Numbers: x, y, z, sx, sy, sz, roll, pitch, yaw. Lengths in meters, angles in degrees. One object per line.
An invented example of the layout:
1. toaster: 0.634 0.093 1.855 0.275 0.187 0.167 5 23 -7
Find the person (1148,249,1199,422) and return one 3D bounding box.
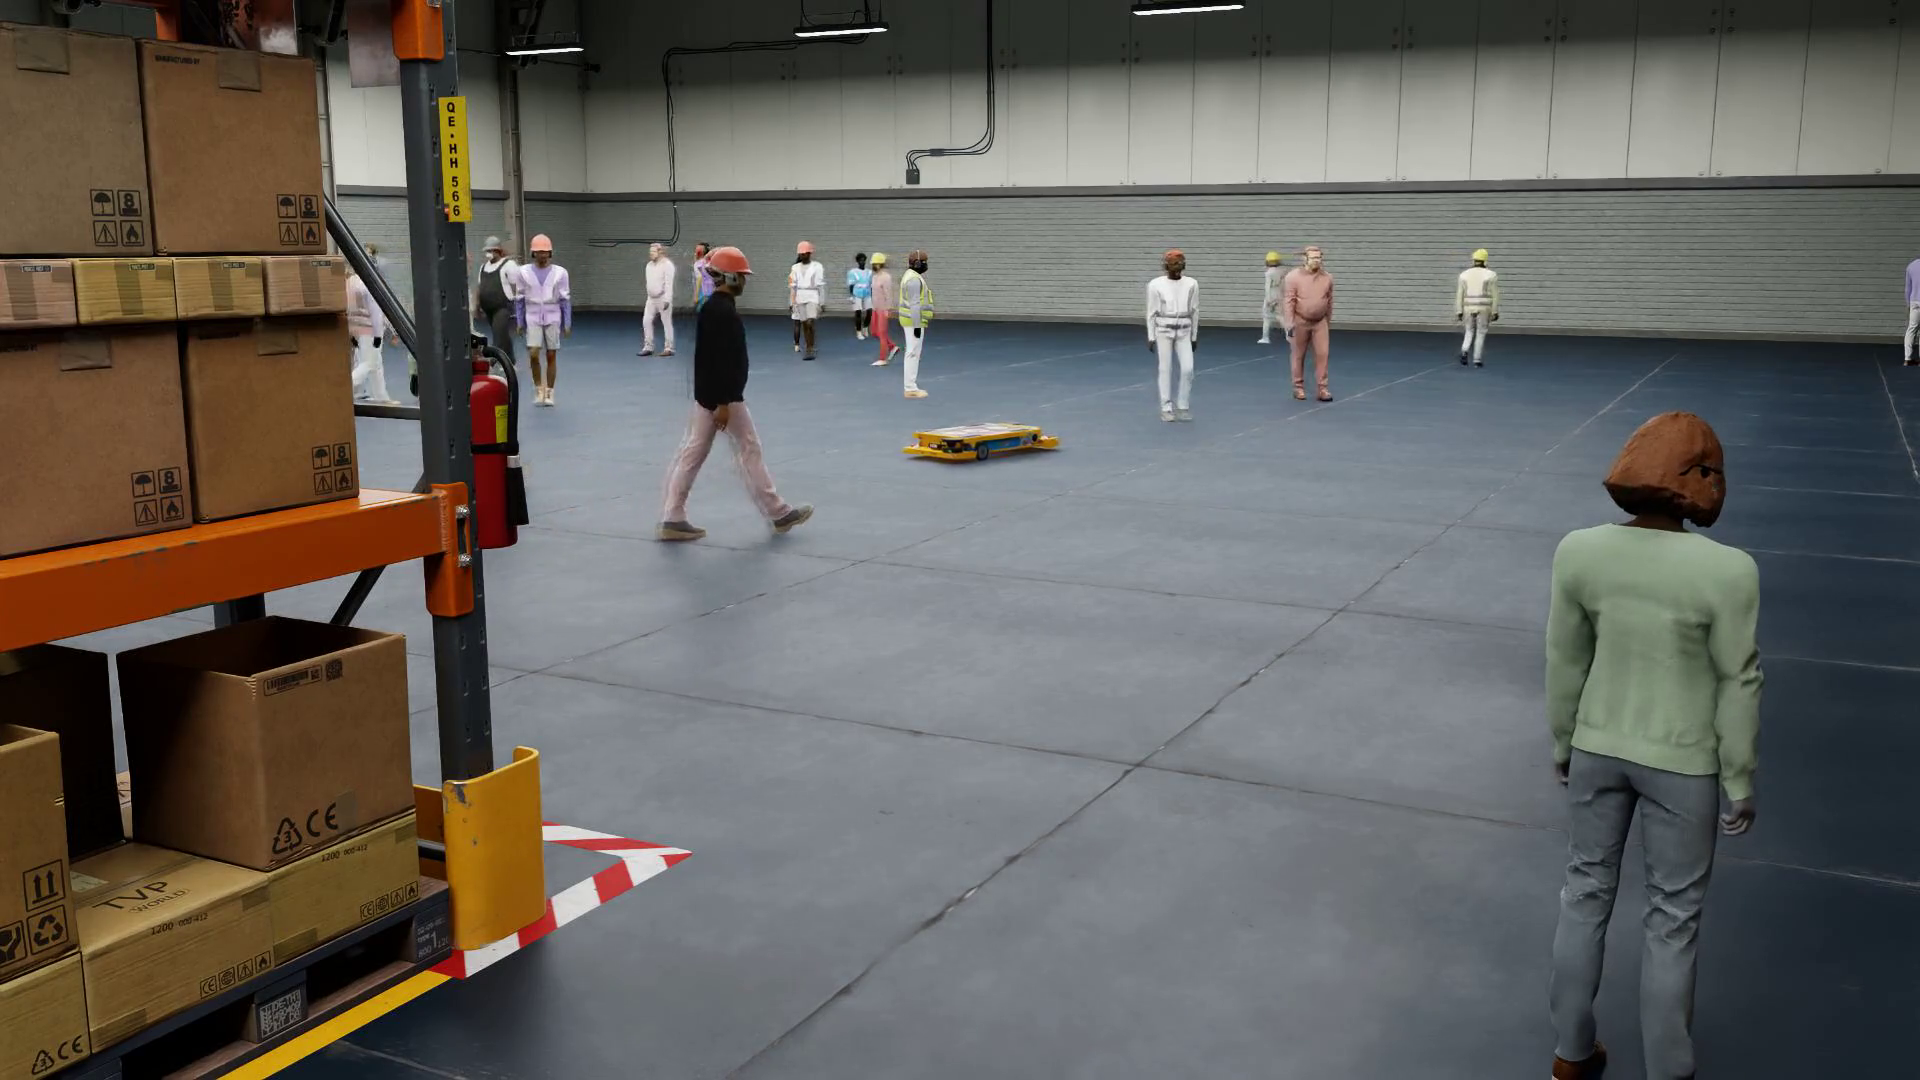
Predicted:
1. person: 2.322 -2.198 17.999 0.591 1.869 0.544 -1 10 -7

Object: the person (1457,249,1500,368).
1. person: 7.936 -3.534 25.424 0.596 1.818 0.422 8 13 37

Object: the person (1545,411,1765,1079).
1. person: 1.584 0.517 3.833 0.279 1.633 0.499 -9 13 -39

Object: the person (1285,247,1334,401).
1. person: 4.290 -2.620 20.292 0.650 1.875 0.863 -1 10 -6

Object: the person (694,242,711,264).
1. person: -6.313 -6.421 41.102 0.430 1.844 0.624 -8 13 -38

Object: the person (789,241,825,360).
1. person: -2.506 -3.843 26.822 0.580 1.917 0.607 4 11 23

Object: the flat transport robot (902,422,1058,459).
1. flat transport robot: 0.199 -0.928 15.435 0.652 0.197 1.431 10 14 43

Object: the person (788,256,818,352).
1. person: -2.706 -4.090 28.784 0.533 1.697 0.319 3 11 14

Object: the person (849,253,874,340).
1. person: -1.903 -4.707 32.188 0.538 1.684 0.369 -5 11 -24

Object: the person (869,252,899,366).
1. person: -1.187 -3.584 25.868 0.484 1.758 0.528 -6 12 -29

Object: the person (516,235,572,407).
1. person: -4.891 -2.558 19.537 0.647 2.020 0.717 -2 11 -12

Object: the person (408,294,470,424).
1. person: -3.983 -1.313 12.916 0.657 1.966 0.601 7 12 33

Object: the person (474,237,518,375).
1. person: -6.844 -3.441 24.305 0.707 2.000 0.984 7 12 32

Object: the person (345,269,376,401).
1. person: -7.310 -2.480 20.223 0.626 1.604 0.582 1 10 6

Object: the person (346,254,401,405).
1. person: -6.943 -2.411 19.319 0.796 1.820 0.633 -10 14 -43

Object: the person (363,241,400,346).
1. person: -10.359 -4.355 29.628 0.641 1.927 0.510 10 14 42

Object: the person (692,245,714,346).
1. person: -4.707 -4.489 30.556 0.377 1.842 0.570 4 11 19

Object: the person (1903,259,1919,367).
1. person: 14.899 -3.645 25.701 0.368 1.940 0.631 -4 11 -19

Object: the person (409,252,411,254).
1. person: -8.451 -3.752 26.361 0.539 1.907 0.601 0 10 0

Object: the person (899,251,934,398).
1. person: -0.547 -2.695 20.833 0.430 1.836 0.629 -1 10 -3

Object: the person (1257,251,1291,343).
1. person: 5.908 -4.546 31.184 0.492 1.725 0.641 -8 13 -37

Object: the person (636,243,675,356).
1. person: -5.081 -3.991 27.734 0.661 1.880 0.763 7 12 32

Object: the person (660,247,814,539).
1. person: -1.545 -0.973 11.120 1.081 1.933 0.634 -5 12 -26
